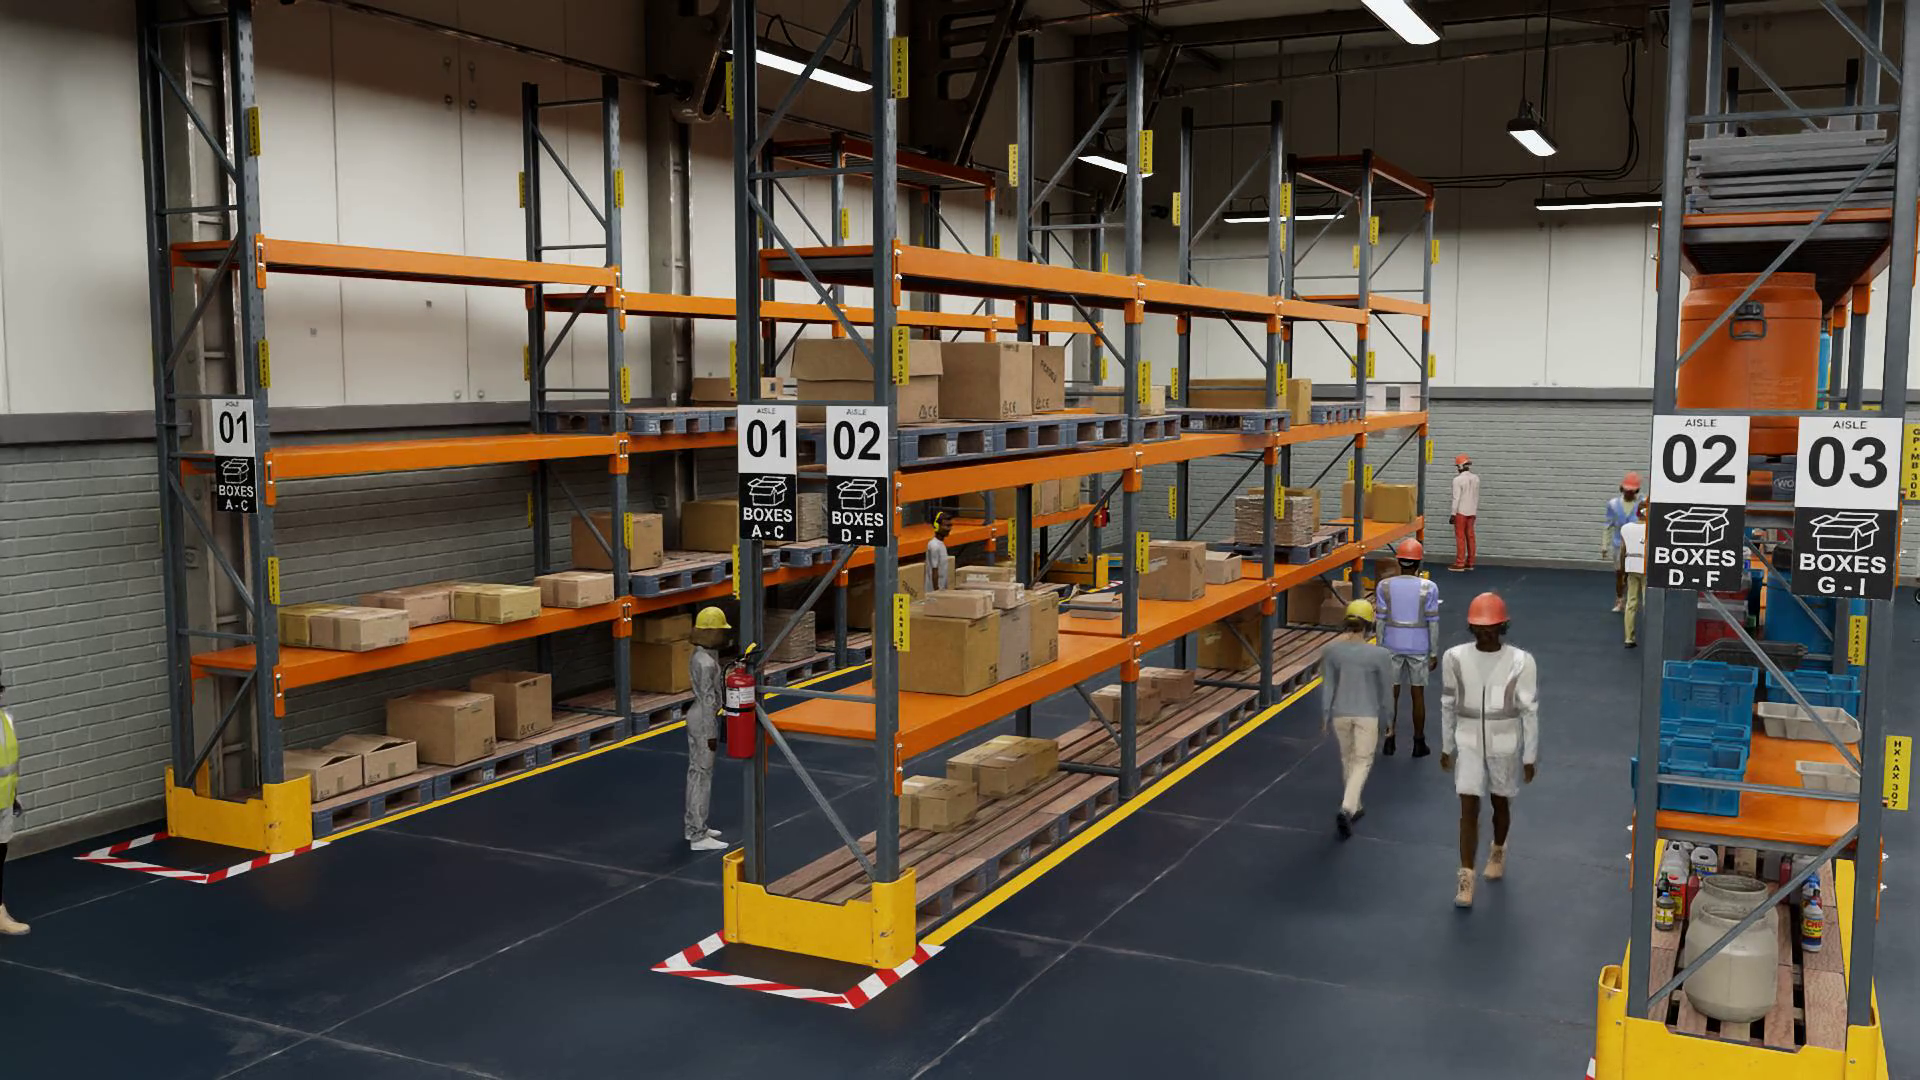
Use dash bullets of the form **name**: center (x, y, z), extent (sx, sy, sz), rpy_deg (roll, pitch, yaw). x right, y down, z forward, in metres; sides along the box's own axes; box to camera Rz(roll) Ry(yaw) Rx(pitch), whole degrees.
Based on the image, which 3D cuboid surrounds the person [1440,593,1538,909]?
- **person**: center (3.447, 1.327, 10.860), extent (0.623, 1.994, 1.032), rpy_deg (3, 7, 25)

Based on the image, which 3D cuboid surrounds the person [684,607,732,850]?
- **person**: center (-1.803, 1.340, 11.950), extent (0.344, 1.735, 0.483), rpy_deg (-2, 6, -16)

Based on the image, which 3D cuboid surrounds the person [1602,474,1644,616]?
- **person**: center (9.195, 0.088, 22.928), extent (0.670, 1.973, 1.073), rpy_deg (4, 7, 33)

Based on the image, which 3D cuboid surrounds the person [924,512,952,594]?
- **person**: center (-0.228, 0.617, 18.353), extent (0.334, 1.864, 0.521), rpy_deg (0, 6, 3)

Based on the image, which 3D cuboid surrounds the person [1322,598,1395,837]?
- **person**: center (2.927, 1.299, 12.332), extent (0.534, 1.736, 0.821), rpy_deg (4, 7, 31)

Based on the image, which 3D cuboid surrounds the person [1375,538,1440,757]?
- **person**: center (3.958, 0.952, 14.730), extent (0.552, 1.937, 0.356), rpy_deg (2, 6, 22)

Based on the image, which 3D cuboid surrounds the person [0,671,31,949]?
- **person**: center (-5.782, 1.569, 9.881), extent (0.321, 1.697, 0.529), rpy_deg (0, 6, 4)

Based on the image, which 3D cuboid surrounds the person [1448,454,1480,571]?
- **person**: center (8.540, -0.459, 28.216), extent (0.608, 1.987, 0.388), rpy_deg (-4, 7, -34)

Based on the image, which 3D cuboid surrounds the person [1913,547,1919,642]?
- **person**: center (12.078, 0.440, 20.606), extent (0.365, 1.759, 0.523), rpy_deg (-1, 6, -13)
